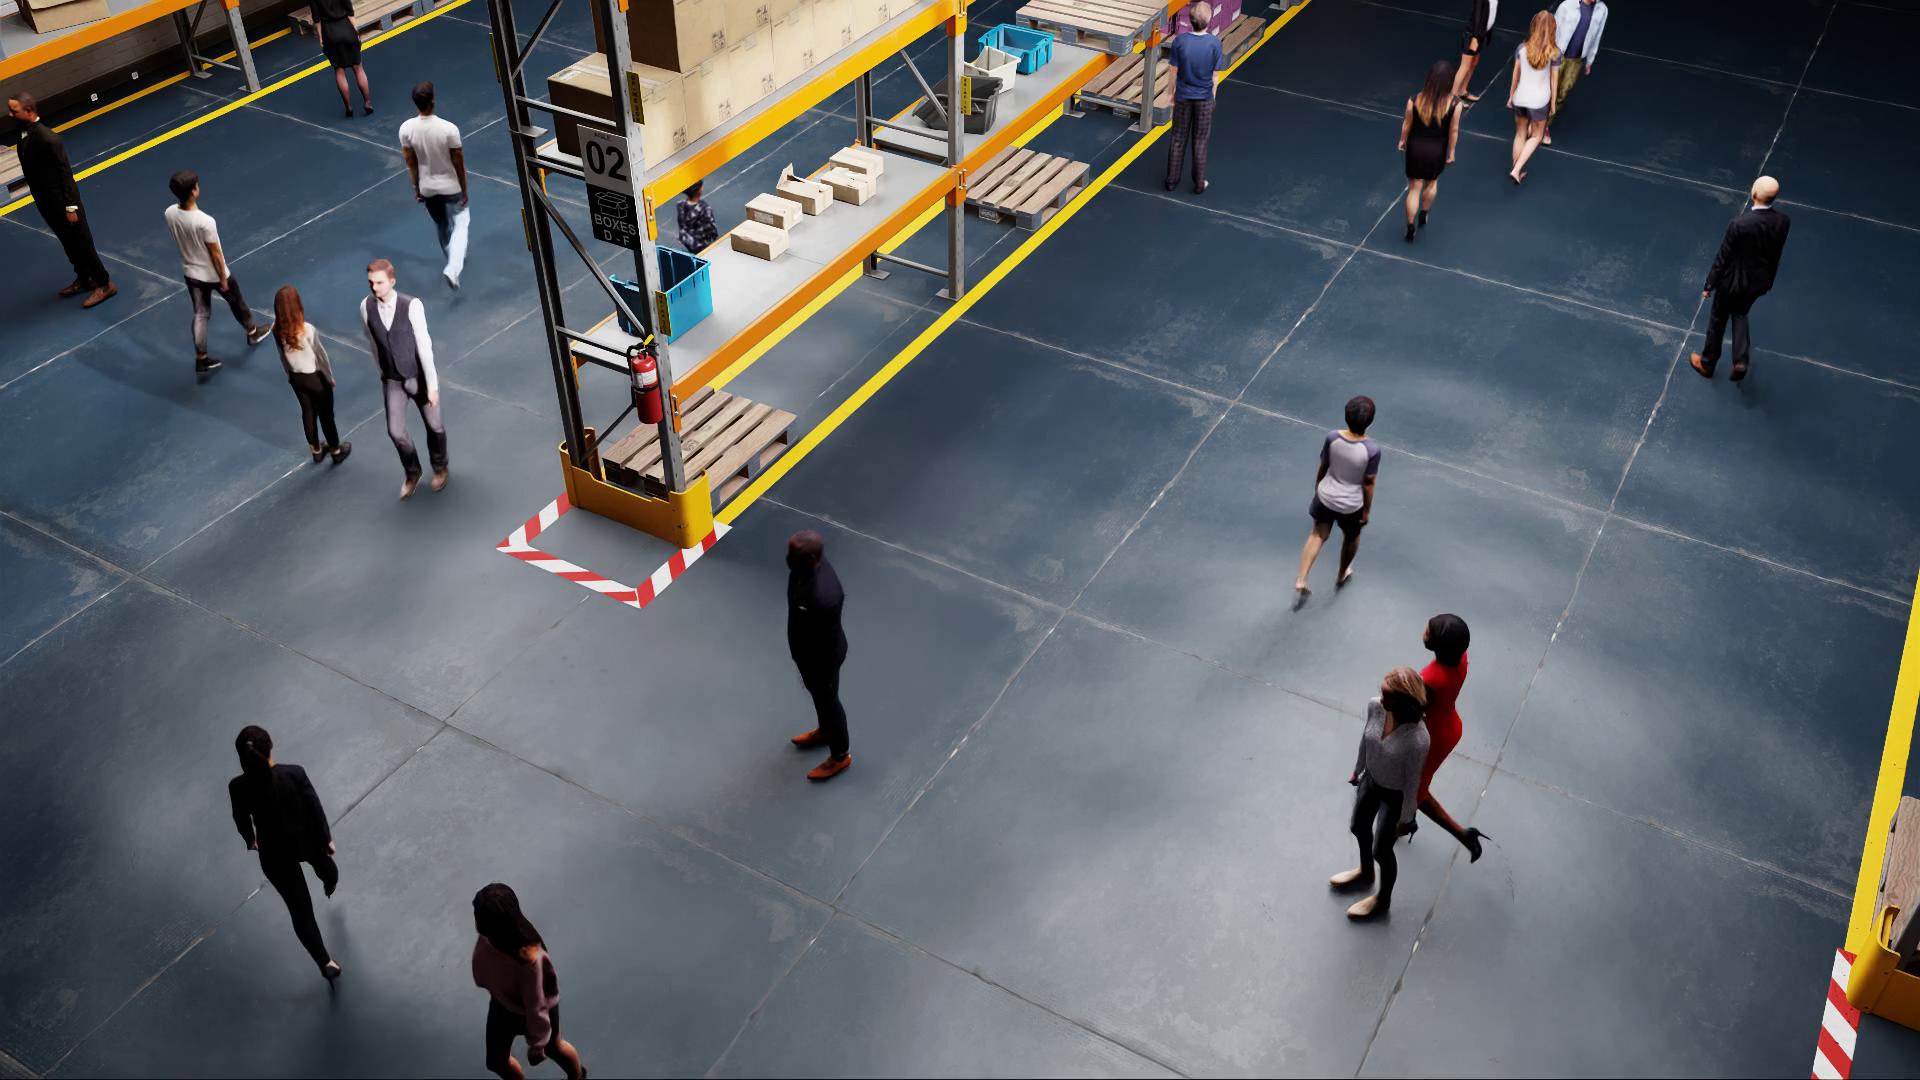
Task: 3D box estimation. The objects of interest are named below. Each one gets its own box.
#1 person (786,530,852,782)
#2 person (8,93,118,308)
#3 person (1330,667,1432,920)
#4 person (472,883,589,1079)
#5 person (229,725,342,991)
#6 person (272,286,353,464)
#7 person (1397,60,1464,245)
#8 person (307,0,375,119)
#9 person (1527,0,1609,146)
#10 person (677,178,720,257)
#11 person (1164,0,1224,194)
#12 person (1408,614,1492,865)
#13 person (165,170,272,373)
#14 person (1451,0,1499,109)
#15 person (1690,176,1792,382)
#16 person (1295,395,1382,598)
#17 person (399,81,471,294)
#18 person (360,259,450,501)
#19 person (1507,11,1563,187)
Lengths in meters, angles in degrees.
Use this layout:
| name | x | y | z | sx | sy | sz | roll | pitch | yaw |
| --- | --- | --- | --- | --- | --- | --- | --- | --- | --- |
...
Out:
| name | x | y | z | sx | sy | sz | roll | pitch | yaw |
| --- | --- | --- | --- | --- | --- | --- | --- | --- | --- |
| person | -0.841 | 0.661 | 9.910 | 0.818 | 1.818 | 0.787 | -14 | 41 | -17 |
| person | -7.788 | -2.957 | 14.371 | 0.714 | 1.904 | 0.644 | 25 | 45 | 28 |
| person | 2.327 | 1.350 | 9.078 | 0.736 | 1.779 | 0.727 | -20 | 43 | -23 |
| person | -2.013 | 2.200 | 8.004 | 0.697 | 1.791 | 0.725 | 26 | 45 | 29 |
| person | -3.489 | 1.697 | 8.736 | 1.052 | 1.664 | 1.060 | -13 | 40 | -16 |
| person | -4.917 | -1.231 | 12.546 | 0.583 | 1.484 | 0.567 | 8 | 39 | 10 |
| person | 4.267 | -3.499 | 15.215 | 0.783 | 1.698 | 0.839 | 9 | 39 | 11 |
| person | -6.492 | -5.252 | 17.404 | 0.641 | 1.706 | 0.717 | -12 | 40 | -15 |
| person | 6.150 | -4.923 | 16.924 | 0.885 | 1.790 | 0.901 | 2 | 39 | 3 |
| person | -2.319 | -2.608 | 14.468 | 0.529 | 1.238 | 0.568 | 16 | 41 | 19 |
| person | 2.254 | -4.251 | 16.018 | 0.705 | 1.871 | 0.627 | 9 | 40 | 11 |
| person | 2.711 | 1.172 | 9.344 | 0.720 | 1.726 | 0.857 | 26 | 46 | 29 |
| person | -6.206 | -2.162 | 13.549 | 0.808 | 1.686 | 1.139 | 11 | 40 | 13 |
| person | 5.495 | -5.401 | 17.713 | 0.619 | 1.552 | 0.511 | 25 | 45 | 28 |
| person | 6.285 | -2.025 | 13.296 | 0.947 | 1.790 | 1.027 | -2 | 39 | -2 |
| person | 2.565 | -0.261 | 11.282 | 0.586 | 1.545 | 0.871 | 24 | 45 | 27 |
| person | -4.559 | -3.059 | 14.551 | 1.006 | 1.838 | 1.199 | 1 | 39 | 1 |
| person | -4.013 | -1.249 | 12.217 | 0.800 | 1.923 | 0.841 | 1 | 39 | 2 |
| person | 5.490 | -4.207 | 16.099 | 0.711 | 1.700 | 0.824 | 30 | 47 | 32 |
